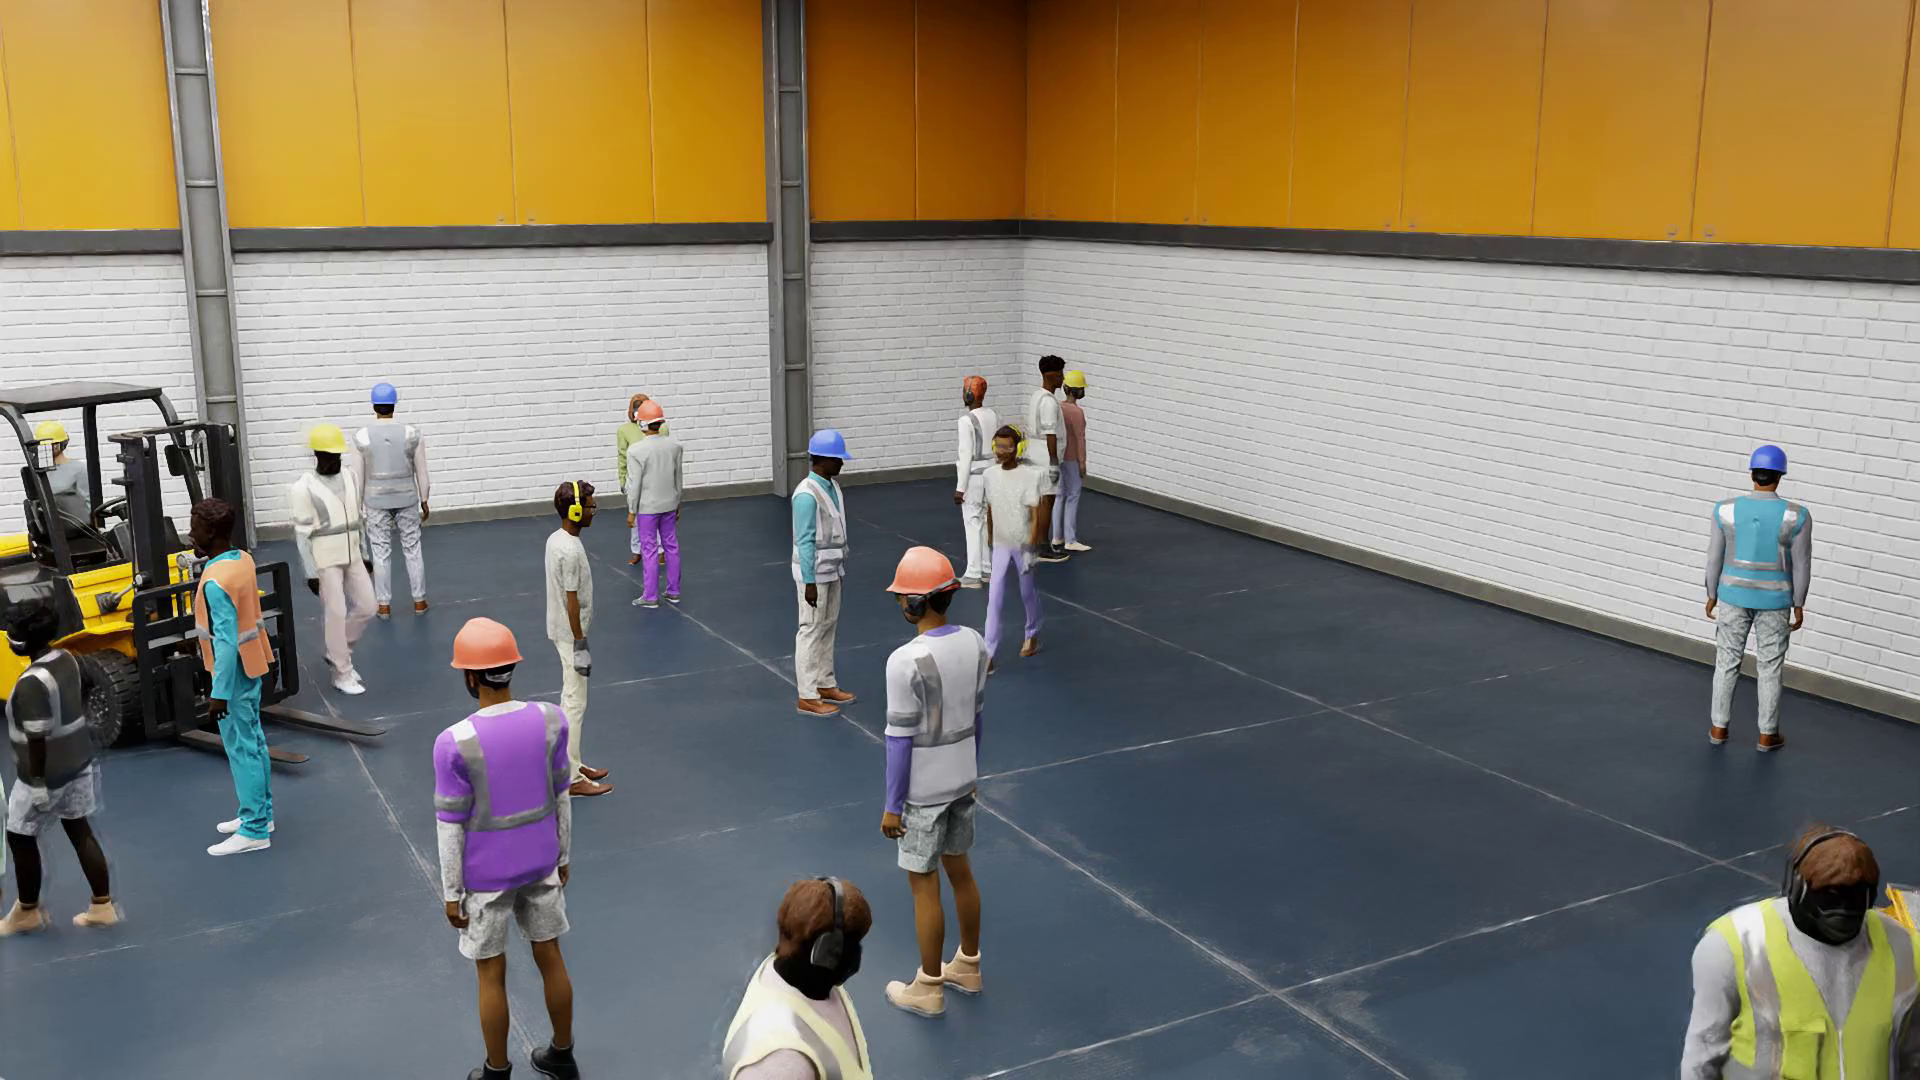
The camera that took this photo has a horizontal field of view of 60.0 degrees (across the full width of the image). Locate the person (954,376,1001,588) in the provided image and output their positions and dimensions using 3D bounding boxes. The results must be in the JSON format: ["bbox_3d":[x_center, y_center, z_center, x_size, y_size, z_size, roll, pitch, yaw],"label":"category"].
[{"bbox_3d":[0.137,-0.513,14.741,0.351,1.882,0.581,7,14,30],"label":"person"}]

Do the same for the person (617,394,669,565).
[{"bbox_3d":[-2.959,-0.568,15.608,0.494,1.624,0.280,0,12,-2],"label":"person"}]

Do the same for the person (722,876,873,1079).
[{"bbox_3d":[-0.369,1.758,4.351,0.947,1.783,0.679,2,12,7],"label":"person"}]

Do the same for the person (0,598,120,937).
[{"bbox_3d":[-4.318,1.076,7.847,0.655,1.672,0.558,0,12,1],"label":"person"}]

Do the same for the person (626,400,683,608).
[{"bbox_3d":[-2.588,-0.308,14.072,0.323,1.755,0.563,11,16,41],"label":"person"}]

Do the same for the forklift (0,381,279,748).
[{"bbox_3d":[-5.853,0.085,11.199,2.313,2.155,1.214,7,14,28],"label":"forklift"}]

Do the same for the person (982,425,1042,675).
[{"bbox_3d":[0.379,0.050,12.266,0.503,1.819,1.002,5,13,22],"label":"person"}]

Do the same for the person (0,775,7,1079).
[{"bbox_3d":[-3.688,1.301,6.163,0.397,1.915,0.587,-5,13,-22],"label":"person"}]

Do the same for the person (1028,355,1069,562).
[{"bbox_3d":[0.838,-0.783,15.805,0.361,1.963,0.618,-2,12,-10],"label":"person"}]

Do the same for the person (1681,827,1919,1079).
[{"bbox_3d":[2.365,1.656,4.710,0.636,1.825,0.540,1,12,5],"label":"person"}]

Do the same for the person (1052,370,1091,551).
[{"bbox_3d":[1.099,-0.778,16.255,0.319,1.767,0.534,-5,13,-23],"label":"person"}]

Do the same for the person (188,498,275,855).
[{"bbox_3d":[-3.879,0.718,8.886,0.391,1.919,0.590,-3,12,-14],"label":"person"}]

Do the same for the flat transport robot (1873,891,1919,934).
[{"bbox_3d":[4.856,1.845,7.489,1.431,0.197,0.652,5,13,21],"label":"flat transport robot"}]

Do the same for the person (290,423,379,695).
[{"bbox_3d":[-4.366,0.127,11.658,0.410,1.914,0.630,5,13,24],"label":"person"}]

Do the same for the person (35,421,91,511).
[{"bbox_3d":[-6.939,-0.054,12.888,0.517,1.757,0.337,1,12,6],"label":"person"}]

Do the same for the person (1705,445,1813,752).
[{"bbox_3d":[5.016,0.367,10.484,0.602,1.938,0.400,8,14,33],"label":"person"}]

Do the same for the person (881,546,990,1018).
[{"bbox_3d":[-0.130,1.032,7.163,0.421,2.036,0.601,8,15,34],"label":"person"}]

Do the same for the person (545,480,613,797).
[{"bbox_3d":[-2.237,0.575,9.704,0.334,1.860,0.509,-4,13,-19],"label":"person"}]

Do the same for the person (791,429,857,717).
[{"bbox_3d":[-0.922,0.216,11.195,0.415,1.940,0.605,3,13,16],"label":"person"}]

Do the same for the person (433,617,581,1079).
[{"bbox_3d":[-1.759,1.242,6.414,0.548,1.929,0.388,-10,16,-40],"label":"person"}]

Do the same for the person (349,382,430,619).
[{"bbox_3d":[-4.684,-0.324,13.700,0.614,1.945,0.406,-5,13,-24],"label":"person"}]
